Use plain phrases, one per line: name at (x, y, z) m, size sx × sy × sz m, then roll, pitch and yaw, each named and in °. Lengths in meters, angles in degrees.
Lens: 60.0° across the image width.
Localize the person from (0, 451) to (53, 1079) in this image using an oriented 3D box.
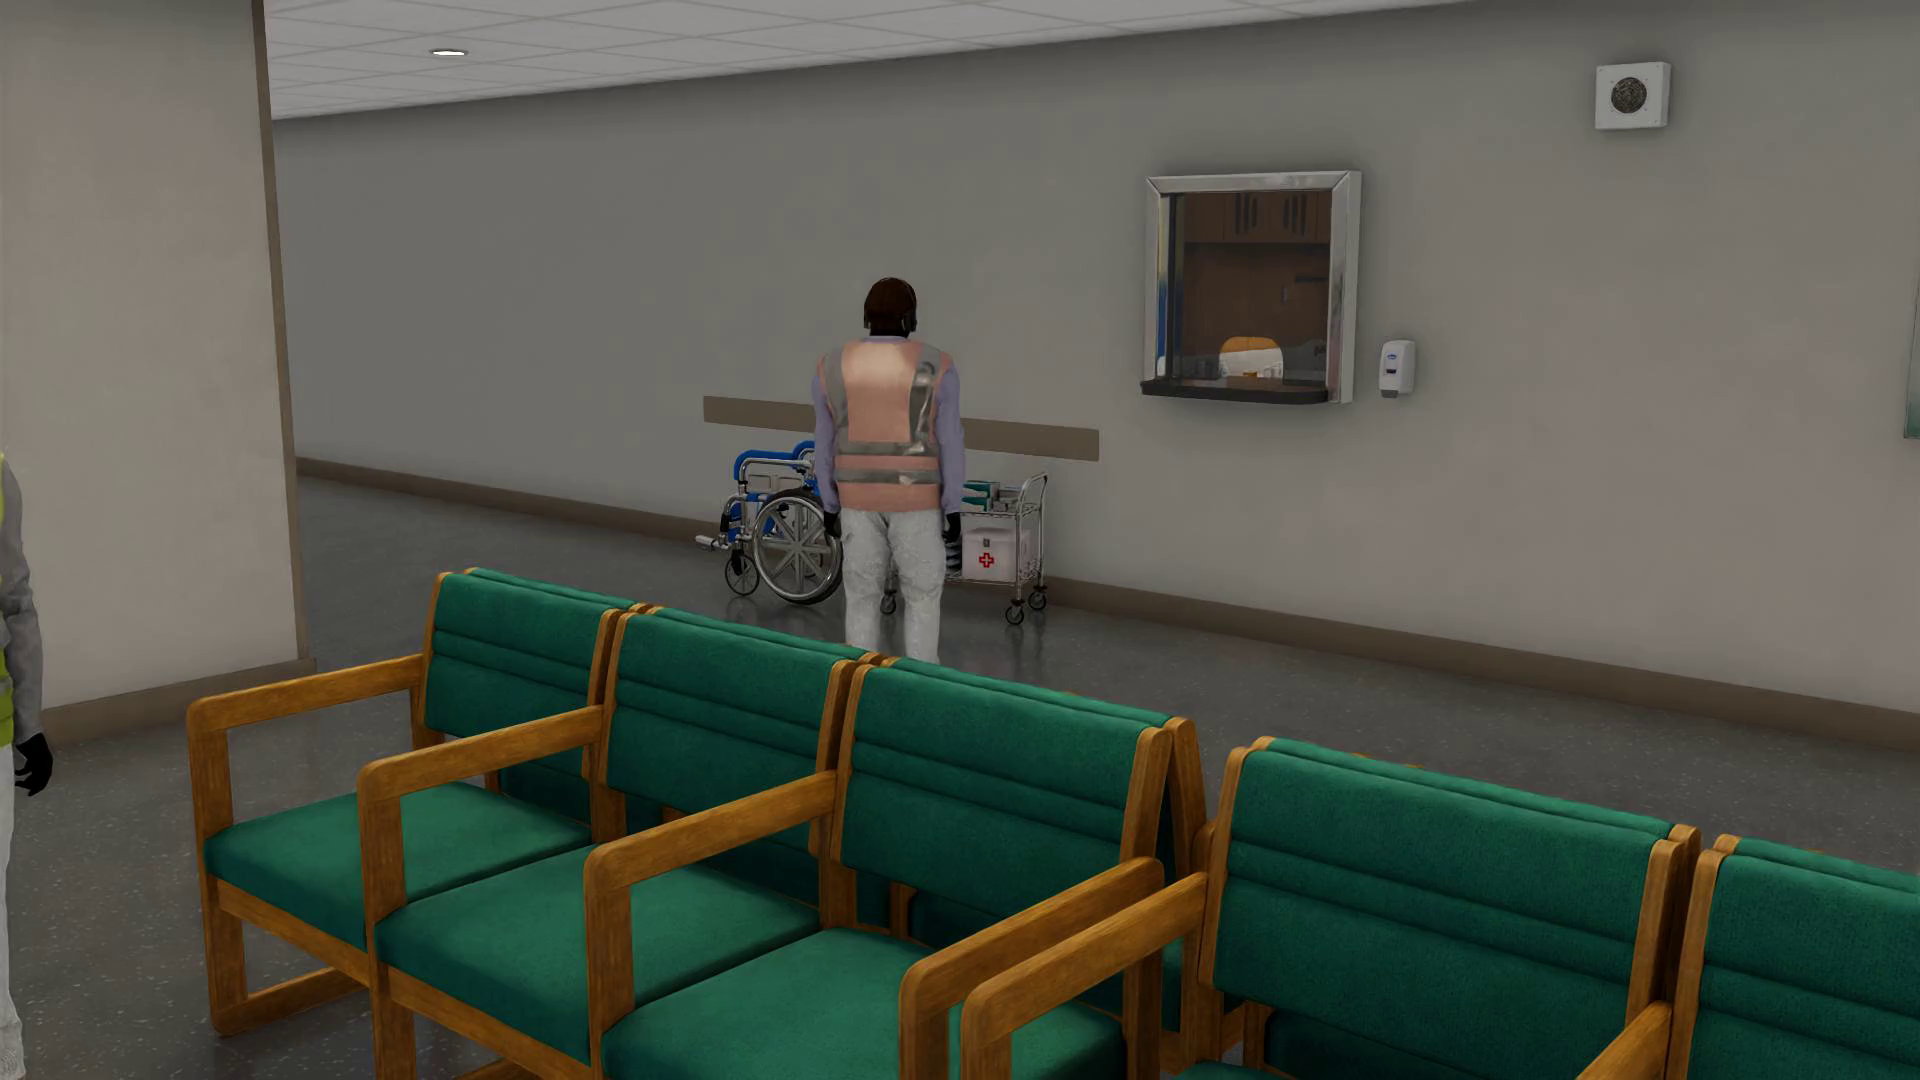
person at (-2.244, 0.437, 3.492) m, size 0.429 × 1.842 × 0.633 m, roll 10°, pitch 14°, yaw 44°

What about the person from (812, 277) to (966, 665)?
person at (-0.278, -0.153, 6.862) m, size 0.632 × 1.840 × 0.429 m, roll 2°, pitch 10°, yaw 12°
